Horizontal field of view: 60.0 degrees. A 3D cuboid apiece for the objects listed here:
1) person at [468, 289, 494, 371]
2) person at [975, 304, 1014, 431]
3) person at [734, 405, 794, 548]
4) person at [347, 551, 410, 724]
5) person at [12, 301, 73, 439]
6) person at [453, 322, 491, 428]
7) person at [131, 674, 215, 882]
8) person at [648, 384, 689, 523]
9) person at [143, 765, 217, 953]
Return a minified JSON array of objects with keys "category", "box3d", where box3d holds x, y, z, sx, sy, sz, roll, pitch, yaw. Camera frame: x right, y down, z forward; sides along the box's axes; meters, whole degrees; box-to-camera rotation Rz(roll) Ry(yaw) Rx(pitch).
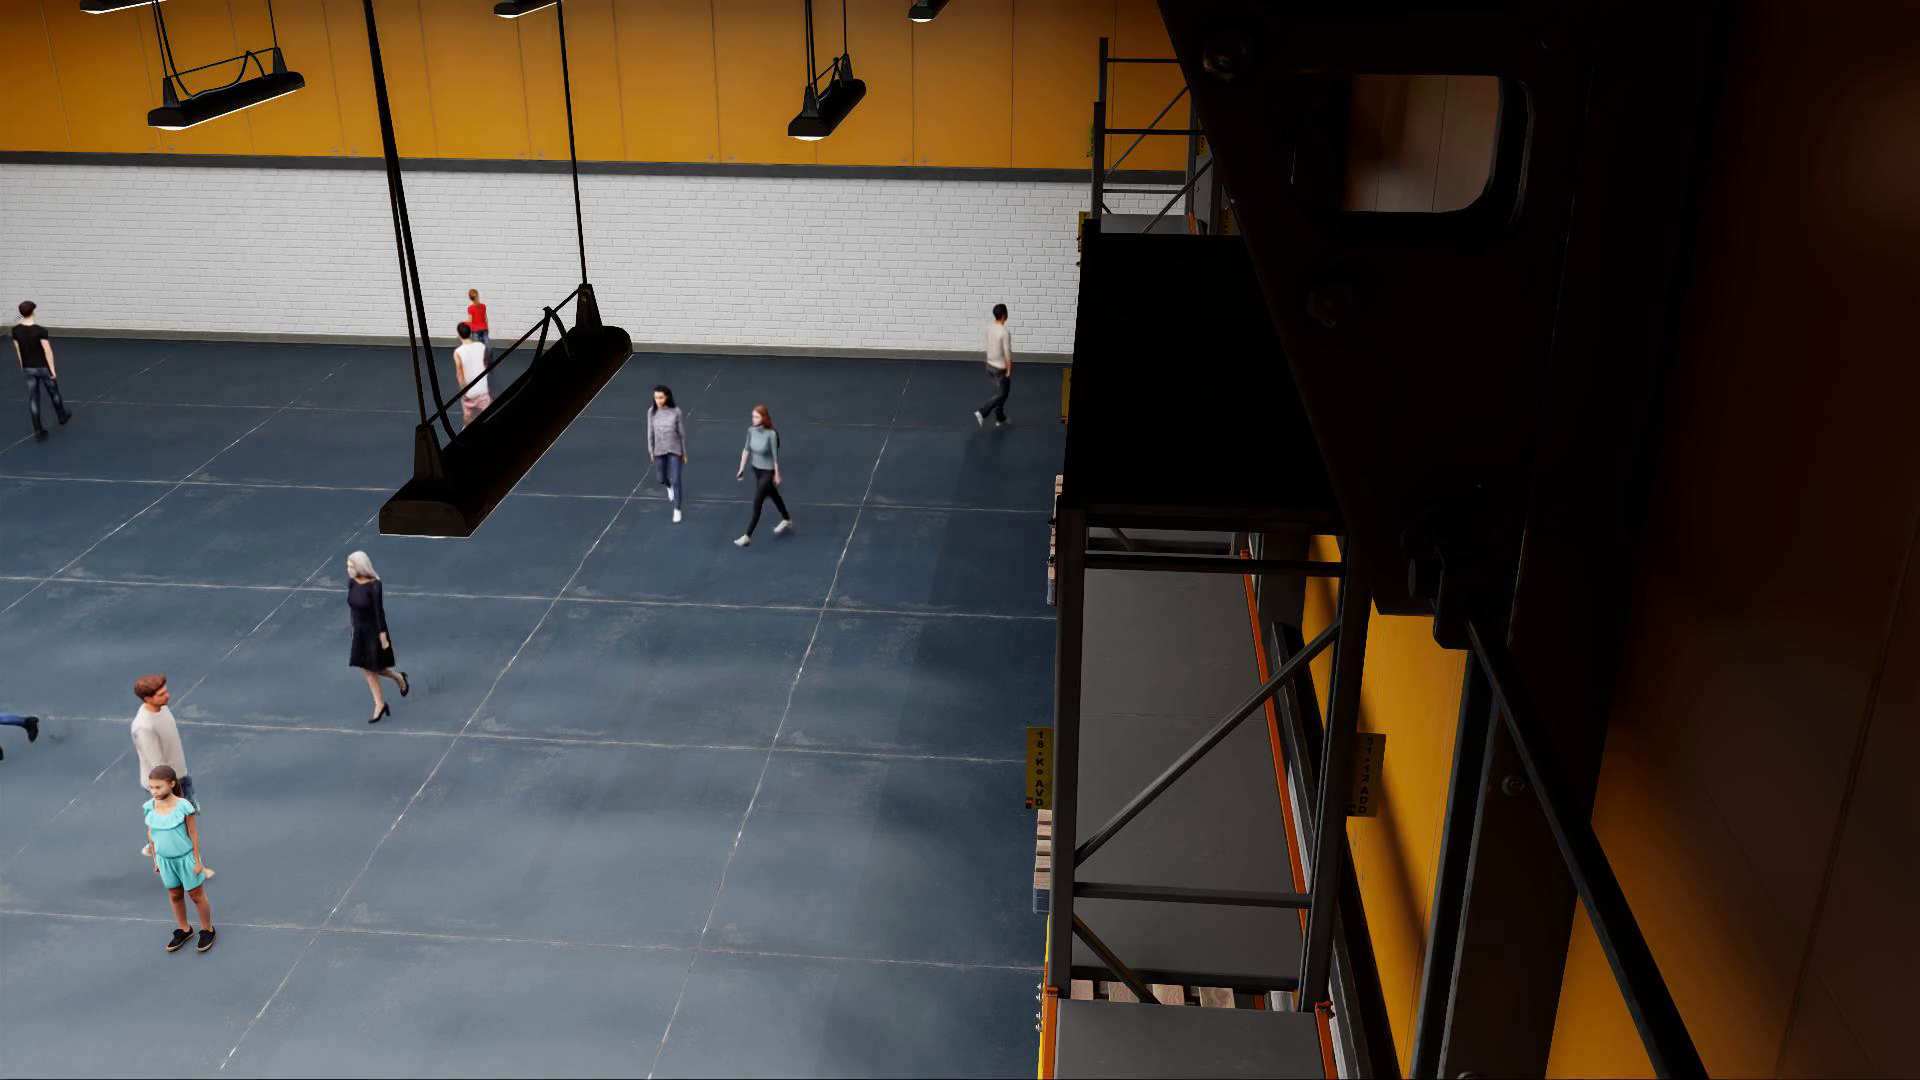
[{"category":"person","box3d":[-7.457,-3.256,25.817,0.553,1.310,0.621,-21,31,-40]},{"category":"person","box3d":[0.474,-2.394,23.245,1.057,1.792,1.013,-17,29,-34]},{"category":"person","box3d":[-2.253,-0.781,19.690,1.052,1.684,1.218,20,31,38]},{"category":"person","box3d":[-5.530,0.898,15.791,0.812,1.730,0.926,13,27,28]},{"category":"person","box3d":[-12.805,-2.324,23.005,0.877,1.855,1.270,-3,24,-7]},{"category":"person","box3d":[-6.511,-2.024,22.460,1.107,1.743,1.240,-16,28,-32]},{"category":"person","box3d":[-6.423,1.922,13.266,0.821,1.876,0.794,-3,24,-8]},{"category":"person","box3d":[-3.559,-1.109,20.402,0.679,1.715,0.893,0,24,-1]},{"category":"person","box3d":[-5.917,2.393,12.586,0.535,1.558,0.526,2,24,4]}]
